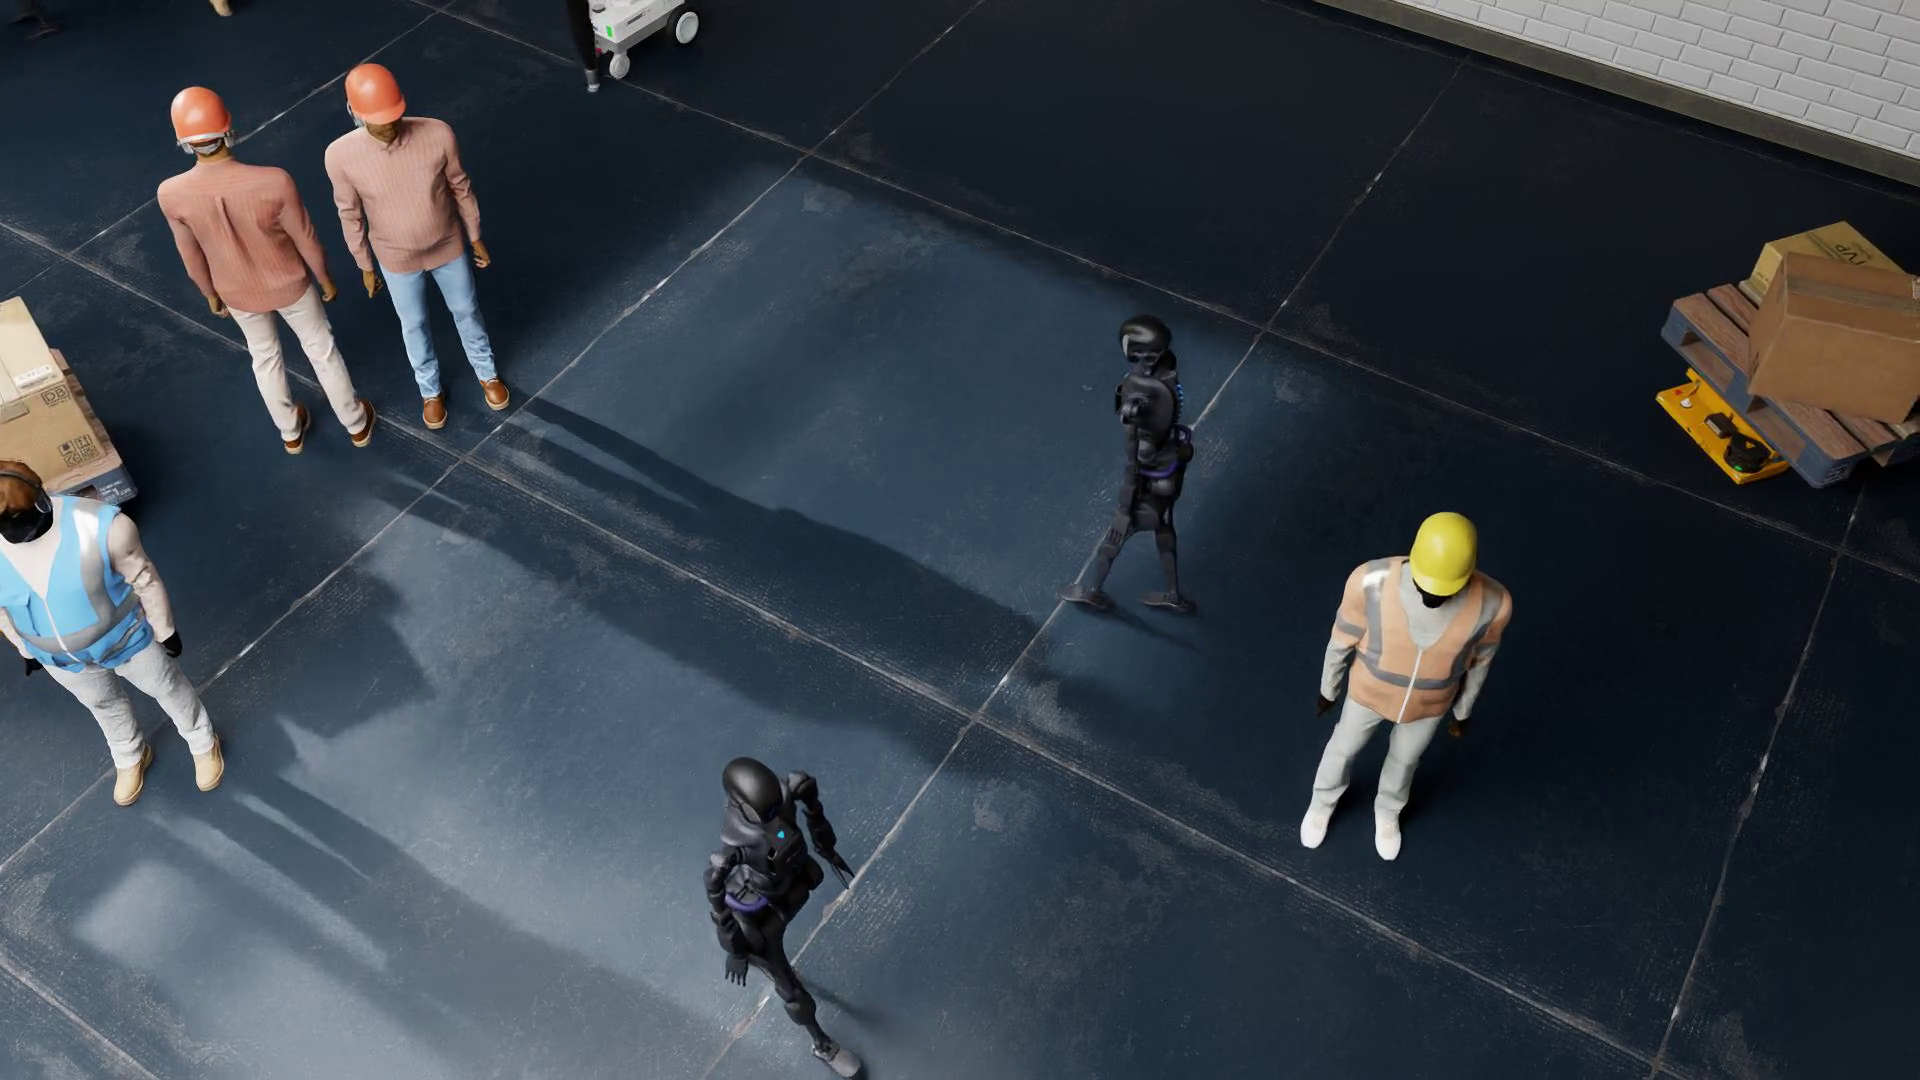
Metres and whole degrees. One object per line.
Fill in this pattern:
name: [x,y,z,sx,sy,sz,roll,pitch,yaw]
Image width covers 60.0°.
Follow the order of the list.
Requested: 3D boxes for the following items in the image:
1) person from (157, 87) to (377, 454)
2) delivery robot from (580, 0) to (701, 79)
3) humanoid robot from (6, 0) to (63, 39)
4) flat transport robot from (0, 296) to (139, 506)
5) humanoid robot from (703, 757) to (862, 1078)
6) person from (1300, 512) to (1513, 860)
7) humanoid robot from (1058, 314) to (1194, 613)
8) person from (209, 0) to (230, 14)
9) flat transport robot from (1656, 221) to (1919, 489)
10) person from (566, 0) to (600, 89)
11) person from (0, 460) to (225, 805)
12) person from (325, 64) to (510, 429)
person: [-3.230,-1.212,7.741,0.613,1.984,0.405,-5,49,-5]
delivery robot: [-2.062,-3.343,10.560,0.499,0.614,0.803,30,55,24]
humanoid robot: [-6.059,-3.855,10.257,0.349,1.647,0.609,-16,51,-14]
flat transport robot: [-4.650,-0.172,7.966,0.659,0.231,1.431,-29,55,-23]
humanoid robot: [-0.591,1.257,5.798,0.717,1.634,0.598,29,55,23]
person: [1.644,0.566,6.221,0.591,1.925,0.369,8,49,7]
humanoid robot: [0.784,-0.291,7.147,0.623,1.627,0.610,18,51,15]
person: [-5.075,-4.361,10.578,0.503,1.849,0.901,-18,51,-15]
flat transport robot: [4.352,-0.736,8.459,1.431,0.231,0.659,-17,51,-14]
person: [-2.300,-3.680,10.069,0.766,1.712,0.827,-4,49,-4]
person: [-3.350,0.376,6.442,0.621,1.844,0.429,-8,49,-7]
person: [-2.552,-1.375,7.873,0.623,1.992,0.387,-19,51,-16]
